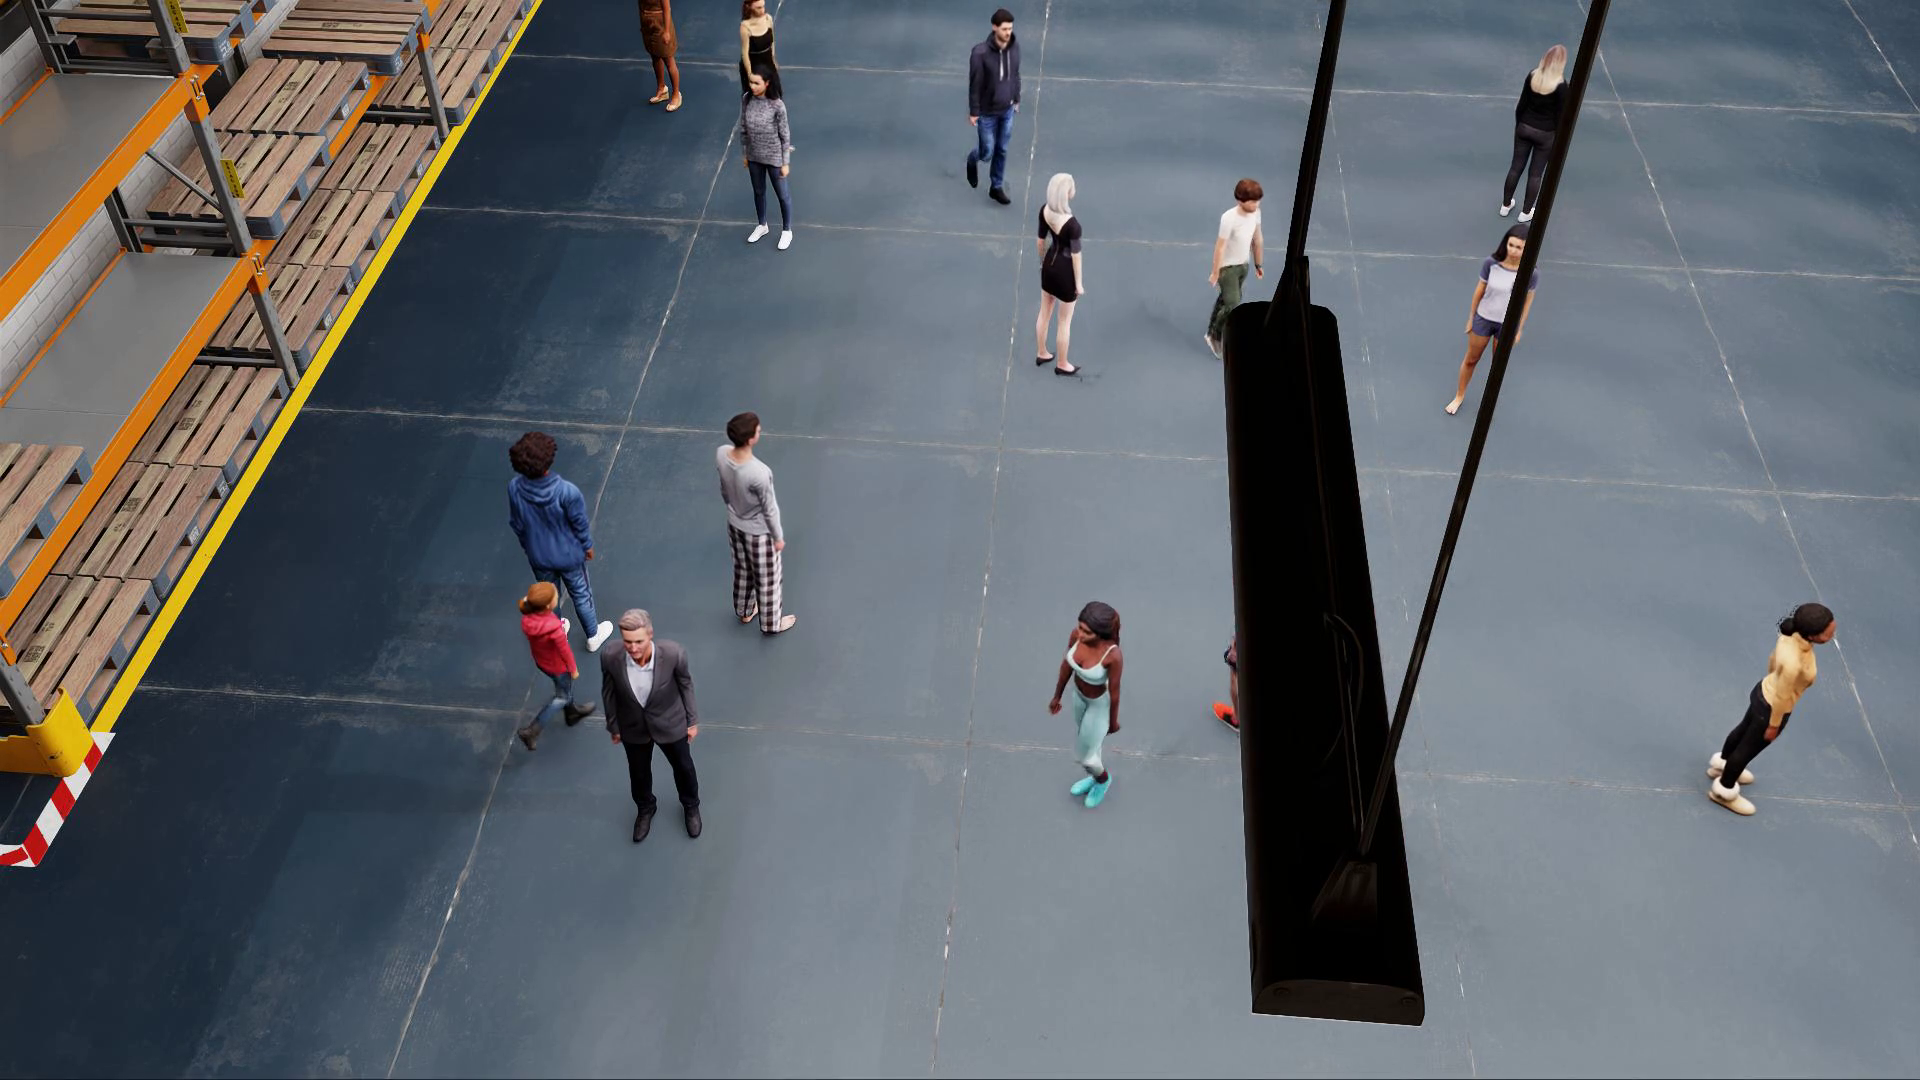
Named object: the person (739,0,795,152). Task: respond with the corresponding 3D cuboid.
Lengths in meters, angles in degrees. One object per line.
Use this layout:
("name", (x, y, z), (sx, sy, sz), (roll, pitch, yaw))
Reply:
("person", (-1.972, -4.548, 15.957), (1.001, 1.592, 1.069), (-27, 50, -26))

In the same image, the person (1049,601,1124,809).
("person", (0.867, 0.952, 10.095), (0.744, 1.714, 0.673), (-25, 49, -24))

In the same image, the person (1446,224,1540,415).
("person", (4.147, -1.689, 12.854), (0.642, 1.734, 0.611), (16, 46, 16))

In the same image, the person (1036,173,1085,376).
("person", (0.789, -2.112, 13.228), (0.703, 1.829, 0.656), (-33, 53, -30))

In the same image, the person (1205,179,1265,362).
("person", (2.155, -2.256, 13.517), (0.729, 1.640, 0.791), (-33, 53, -30))

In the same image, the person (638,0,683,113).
("person", (-2.987, -5.056, 16.421), (0.651, 1.689, 0.685), (32, 52, 29))

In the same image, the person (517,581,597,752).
("person", (-2.637, 0.823, 10.535), (0.855, 1.295, 0.797), (-31, 52, -29))

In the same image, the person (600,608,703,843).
("person", (-1.825, 1.079, 9.870), (0.746, 1.842, 0.660), (-3, 44, -4))

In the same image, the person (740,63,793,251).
("person", (-1.696, -3.390, 14.640), (0.670, 1.732, 0.628), (16, 46, 17))

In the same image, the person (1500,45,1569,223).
("person", (5.173, -3.650, 14.946), (0.686, 1.687, 0.721), (33, 52, 29))

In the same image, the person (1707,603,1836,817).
("person", (4.917, 0.987, 10.098), (0.708, 1.660, 0.565), (14, 45, 14))

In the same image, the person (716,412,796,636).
("person", (-1.387, -0.102, 11.106), (0.705, 1.847, 0.724), (30, 51, 28))

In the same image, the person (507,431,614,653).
("person", (-2.678, 0.031, 10.994), (0.677, 1.809, 0.551), (5, 44, 5))

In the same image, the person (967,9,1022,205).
("person", (0.266, -3.972, 15.144), (0.937, 1.879, 1.007), (-25, 49, -24))
